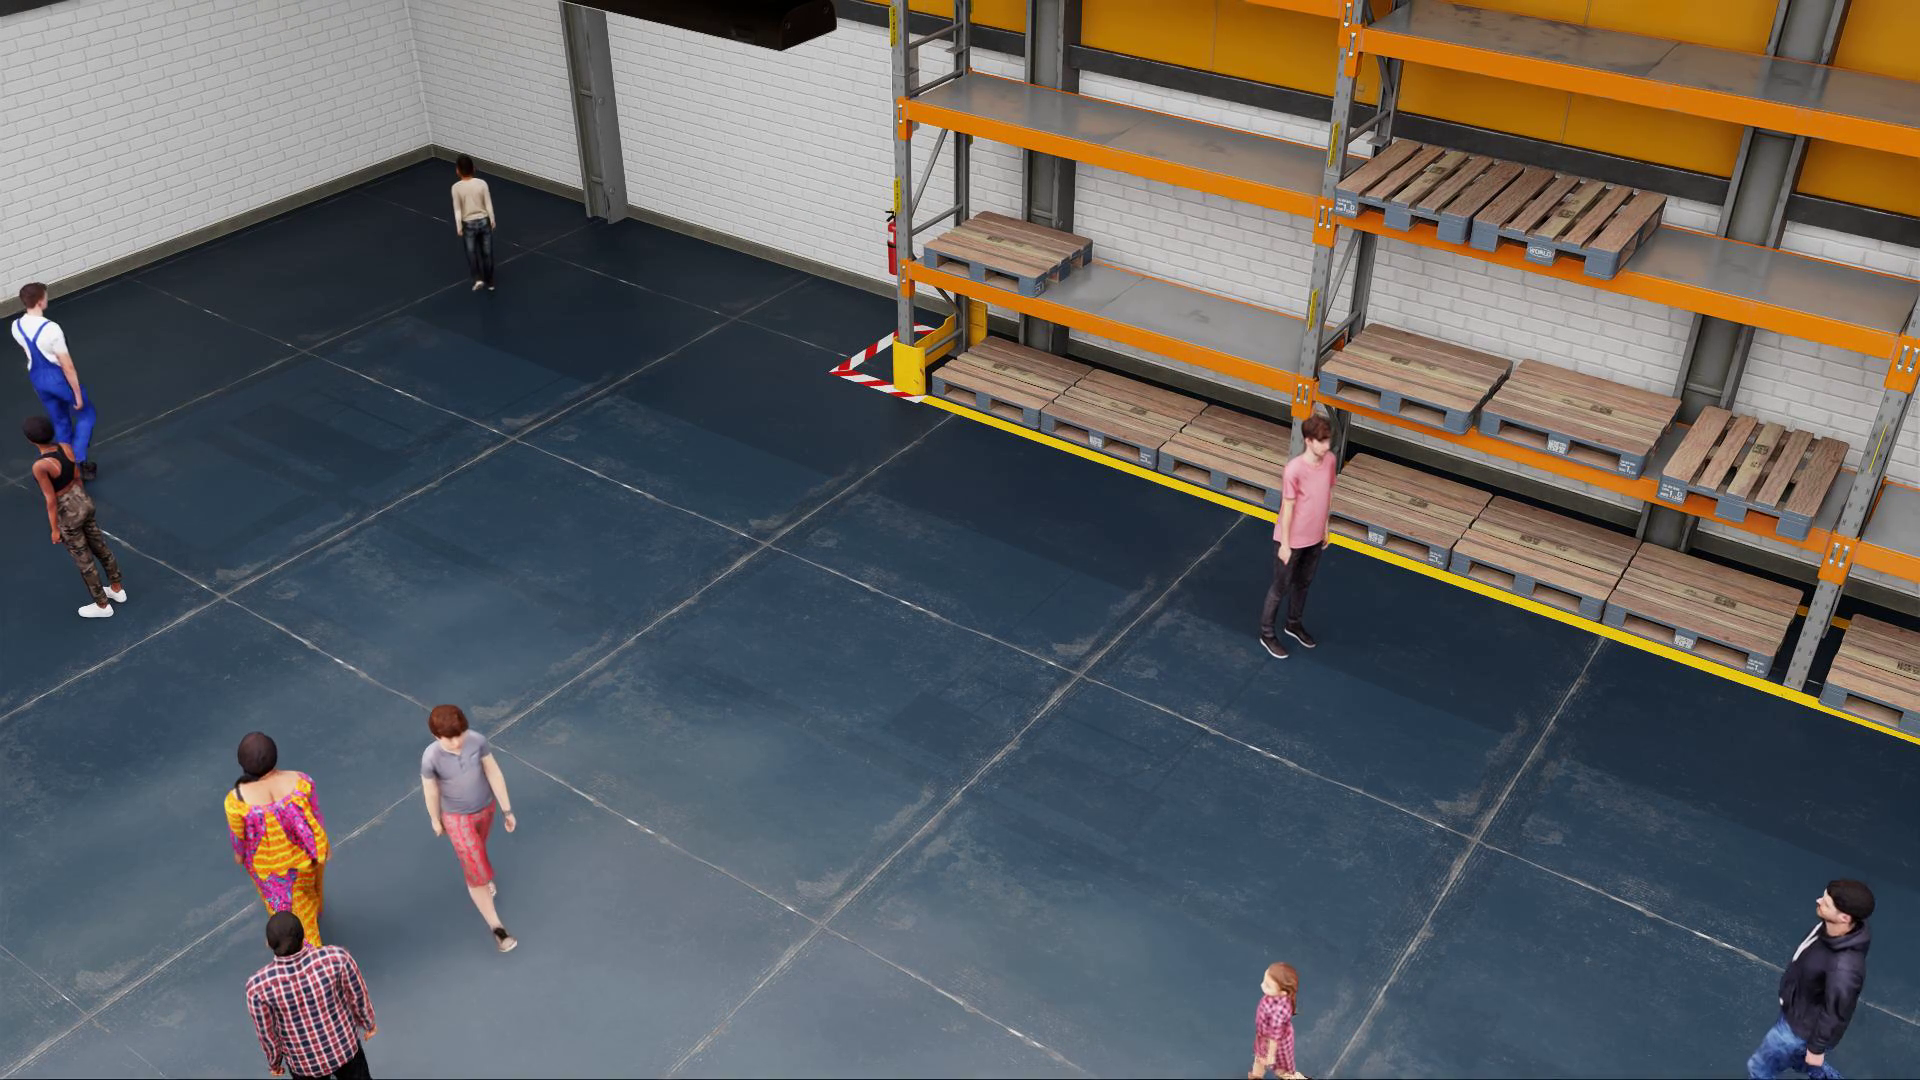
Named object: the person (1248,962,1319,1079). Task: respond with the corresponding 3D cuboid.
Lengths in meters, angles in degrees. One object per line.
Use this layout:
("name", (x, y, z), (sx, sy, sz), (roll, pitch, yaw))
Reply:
("person", (1.712, 2.627, 8.784), (0.771, 1.010, 0.617), (4, 34, 6))

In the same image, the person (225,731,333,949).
("person", (-3.834, 1.801, 9.426), (0.907, 1.677, 1.229), (-21, 39, -28))

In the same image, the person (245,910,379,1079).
("person", (-3.195, 2.499, 8.300), (0.774, 1.761, 0.727), (-19, 38, -27))

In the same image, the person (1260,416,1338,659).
("person", (2.441, -0.048, 11.954), (0.674, 1.956, 0.659), (-21, 39, -29))

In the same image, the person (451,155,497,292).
("person", (-4.993, -3.232, 17.201), (0.705, 1.452, 0.772), (-13, 36, -18))

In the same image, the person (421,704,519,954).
("person", (-2.936, 1.569, 9.844), (0.800, 1.601, 1.181), (-24, 40, -31))

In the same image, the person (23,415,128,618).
("person", (-6.615, -0.187, 12.396), (0.649, 1.699, 0.653), (5, 34, 8))

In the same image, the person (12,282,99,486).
("person", (-7.575, -1.230, 13.842), (0.835, 1.836, 0.883), (4, 34, 5))

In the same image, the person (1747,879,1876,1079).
("person", (4.353, 2.420, 8.323), (1.073, 1.867, 0.718), (17, 37, 24))
